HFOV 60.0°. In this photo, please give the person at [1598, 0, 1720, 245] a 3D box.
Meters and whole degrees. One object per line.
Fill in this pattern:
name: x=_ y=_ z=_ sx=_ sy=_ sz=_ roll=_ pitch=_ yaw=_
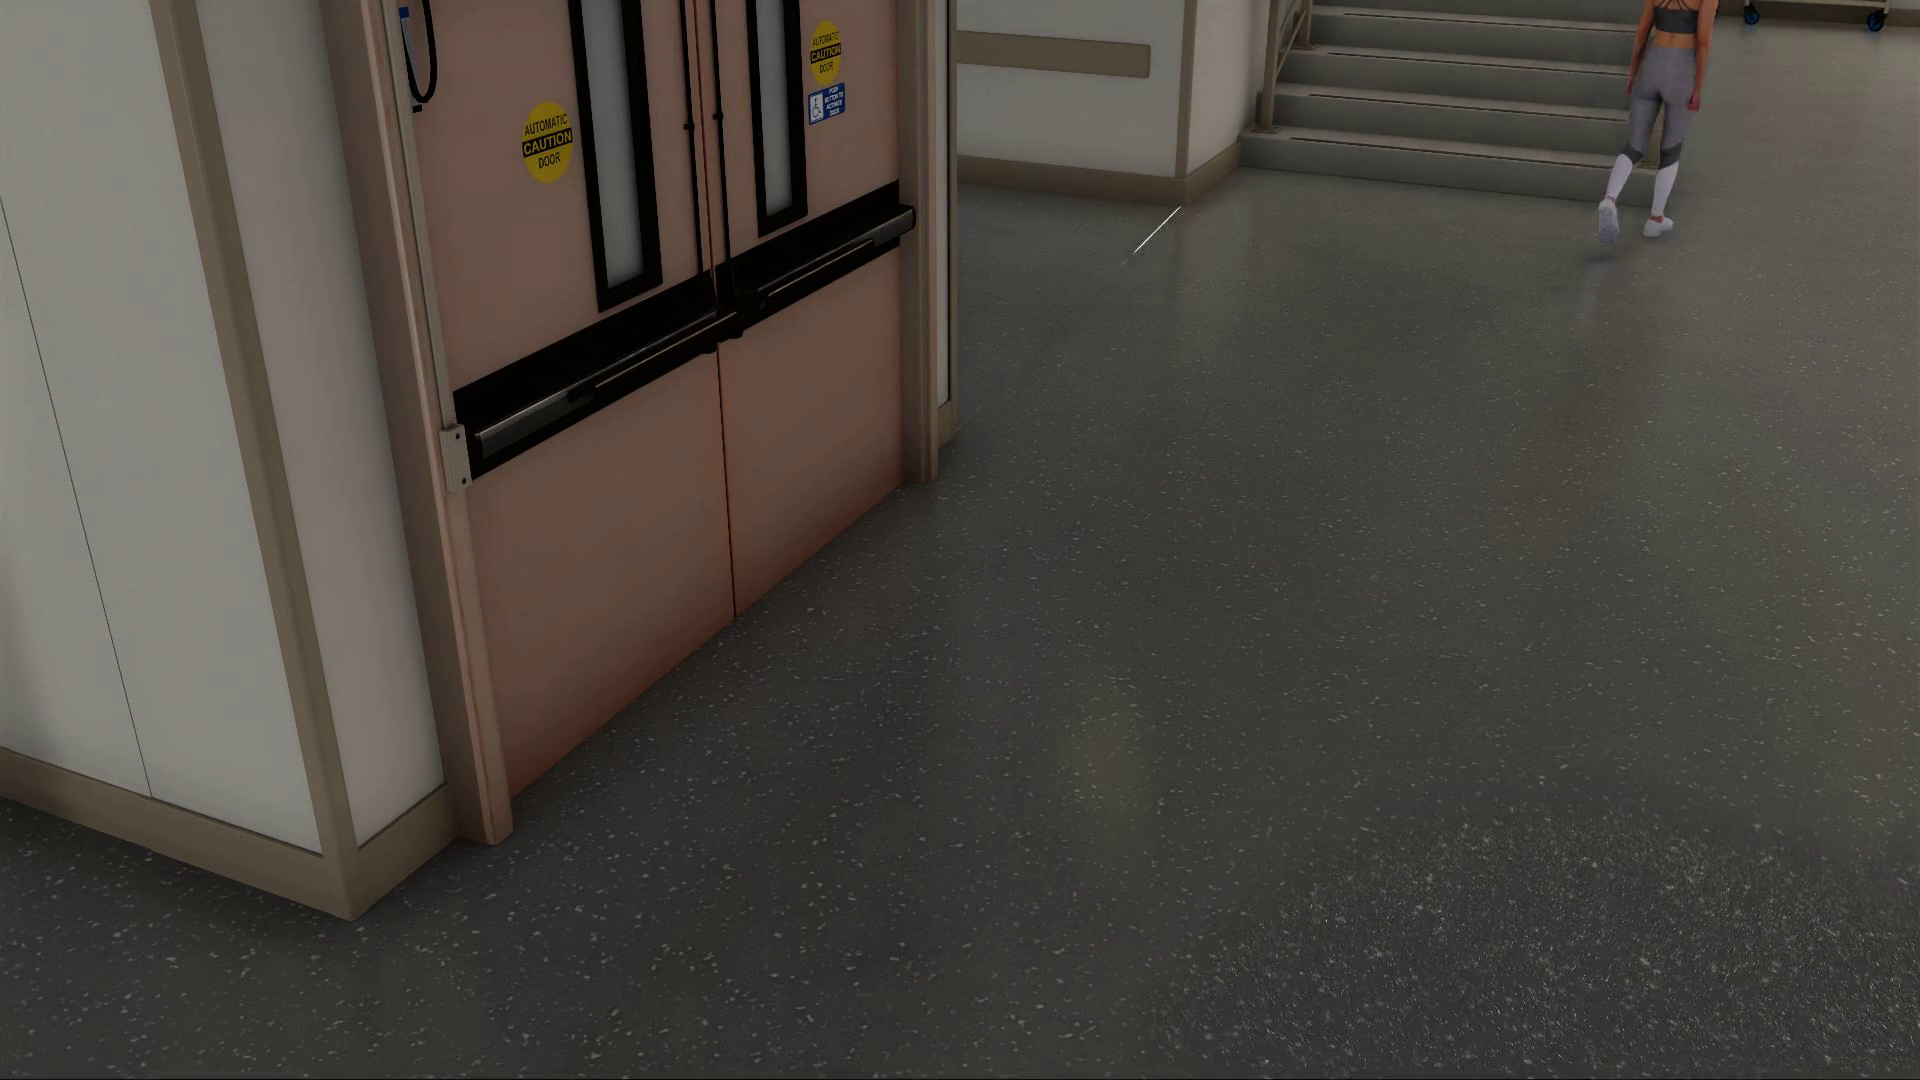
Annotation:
person: x=3.631 y=-2.354 z=8.650 sx=0.781 sy=1.681 sz=1.093 roll=22 pitch=34 yaw=38
